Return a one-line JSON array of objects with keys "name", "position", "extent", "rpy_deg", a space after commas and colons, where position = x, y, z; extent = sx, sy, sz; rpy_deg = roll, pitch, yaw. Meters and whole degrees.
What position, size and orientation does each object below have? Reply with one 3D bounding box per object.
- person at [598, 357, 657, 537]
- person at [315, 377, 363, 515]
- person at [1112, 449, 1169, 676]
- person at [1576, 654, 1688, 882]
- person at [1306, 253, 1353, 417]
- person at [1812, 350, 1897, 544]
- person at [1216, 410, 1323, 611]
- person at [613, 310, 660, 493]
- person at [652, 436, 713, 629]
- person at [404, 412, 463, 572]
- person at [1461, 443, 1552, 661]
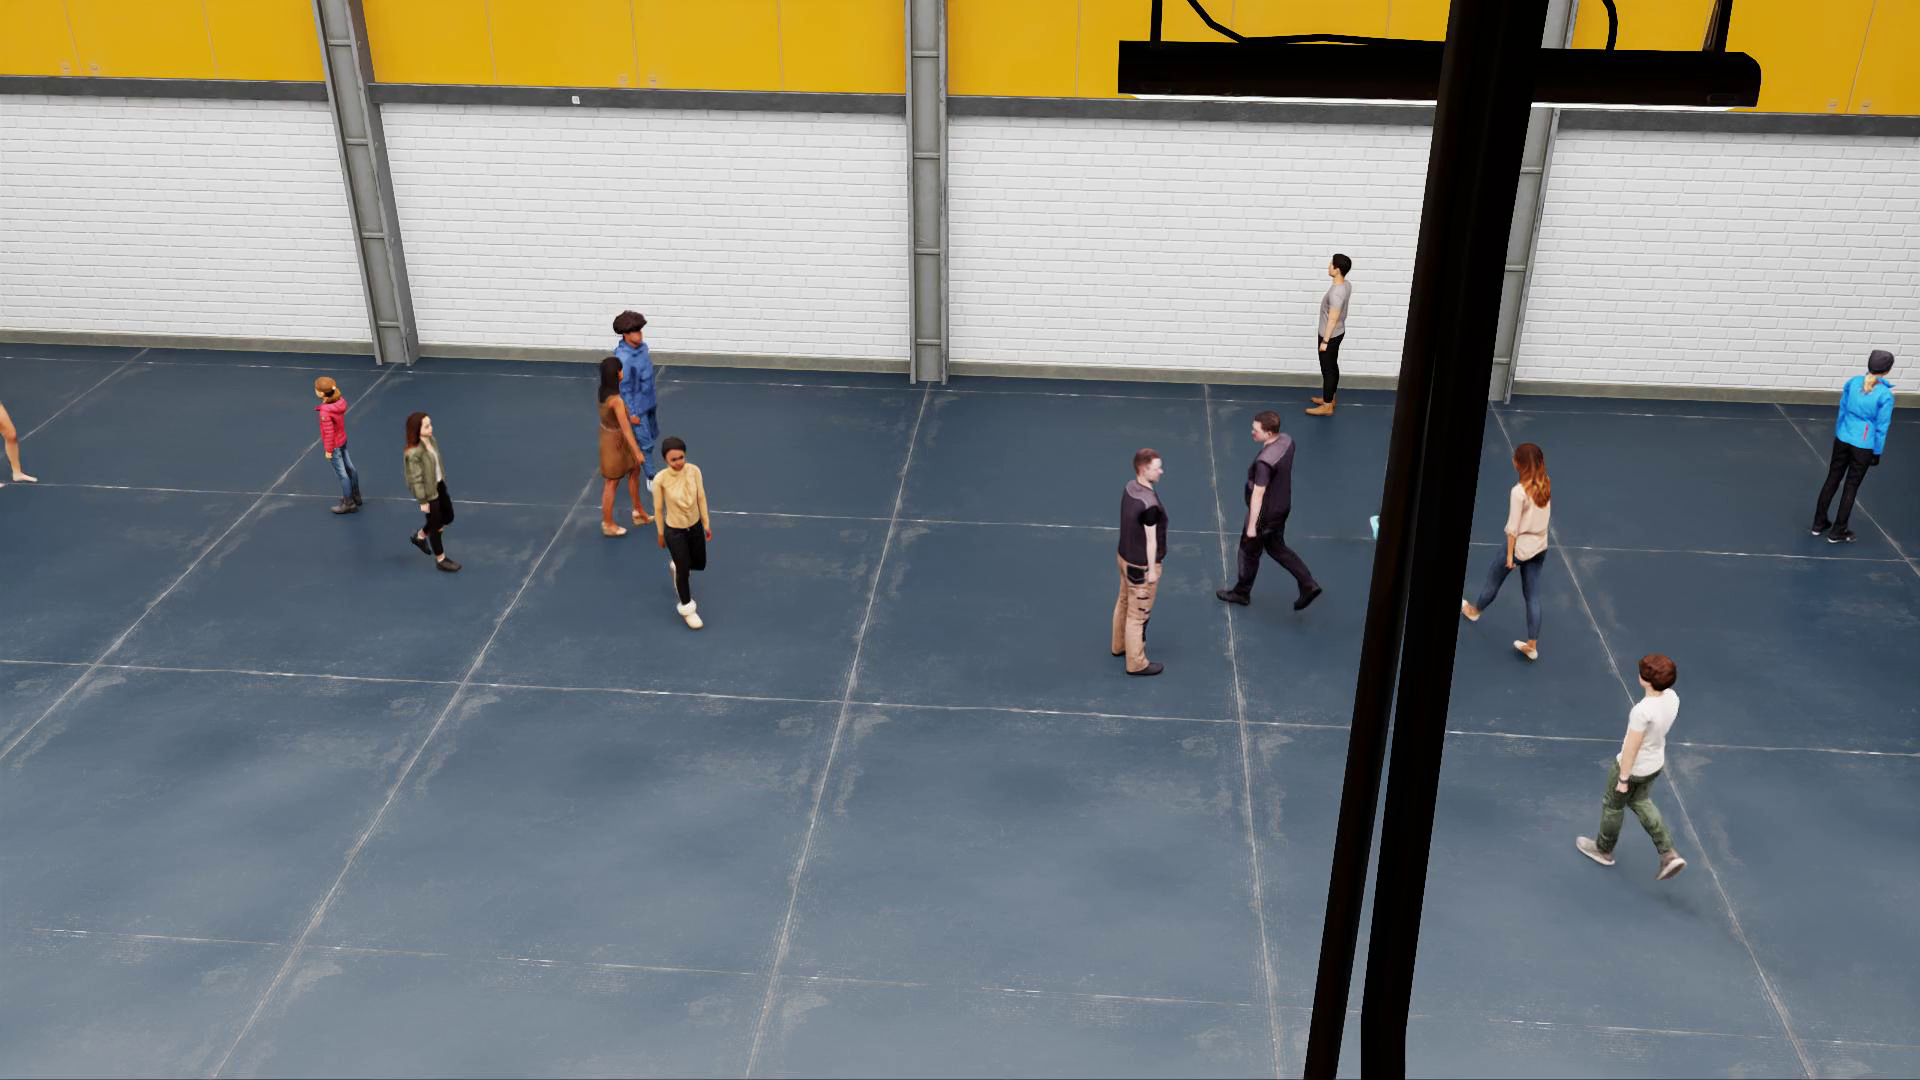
[{"name": "person", "position": [-3.127, -0.792, 14.695], "extent": [0.861, 1.660, 0.779], "rpy_deg": [-10, 30, -18]}, {"name": "person", "position": [-5.693, -0.883, 15.220], "extent": [0.500, 1.318, 0.510], "rpy_deg": [1, 29, 2]}, {"name": "person", "position": [1.370, 0.143, 12.793], "extent": [0.715, 1.840, 0.757], "rpy_deg": [-7, 29, -13]}, {"name": "person", "position": [4.379, 1.471, 10.565], "extent": [0.972, 1.642, 0.985], "rpy_deg": [-19, 34, -30]}, {"name": "person", "position": [3.820, -2.120, 17.064], "extent": [0.637, 1.724, 0.669], "rpy_deg": [12, 31, 21]}, {"name": "person", "position": [7.871, -0.833, 14.627], "extent": [0.697, 1.797, 0.695], "rpy_deg": [-13, 31, -22]}, {"name": "person", "position": [2.578, -0.199, 13.448], "extent": [1.240, 1.813, 1.045], "rpy_deg": [17, 33, 28]}, {"name": "person", "position": [-3.045, -1.286, 15.462], "extent": [1.030, 1.793, 0.829], "rpy_deg": [6, 29, 12]}, {"name": "person", "position": [-2.272, -0.117, 13.472], "extent": [0.931, 1.645, 0.958], "rpy_deg": [-18, 33, -29]}, {"name": "person", "position": [-4.588, -0.410, 14.198], "extent": [0.749, 1.466, 0.634], "rpy_deg": [6, 29, 10]}, {"name": "person", "position": [4.446, 0.127, 12.925], "extent": [1.129, 1.741, 1.042], "rpy_deg": [-12, 31, -20]}]
